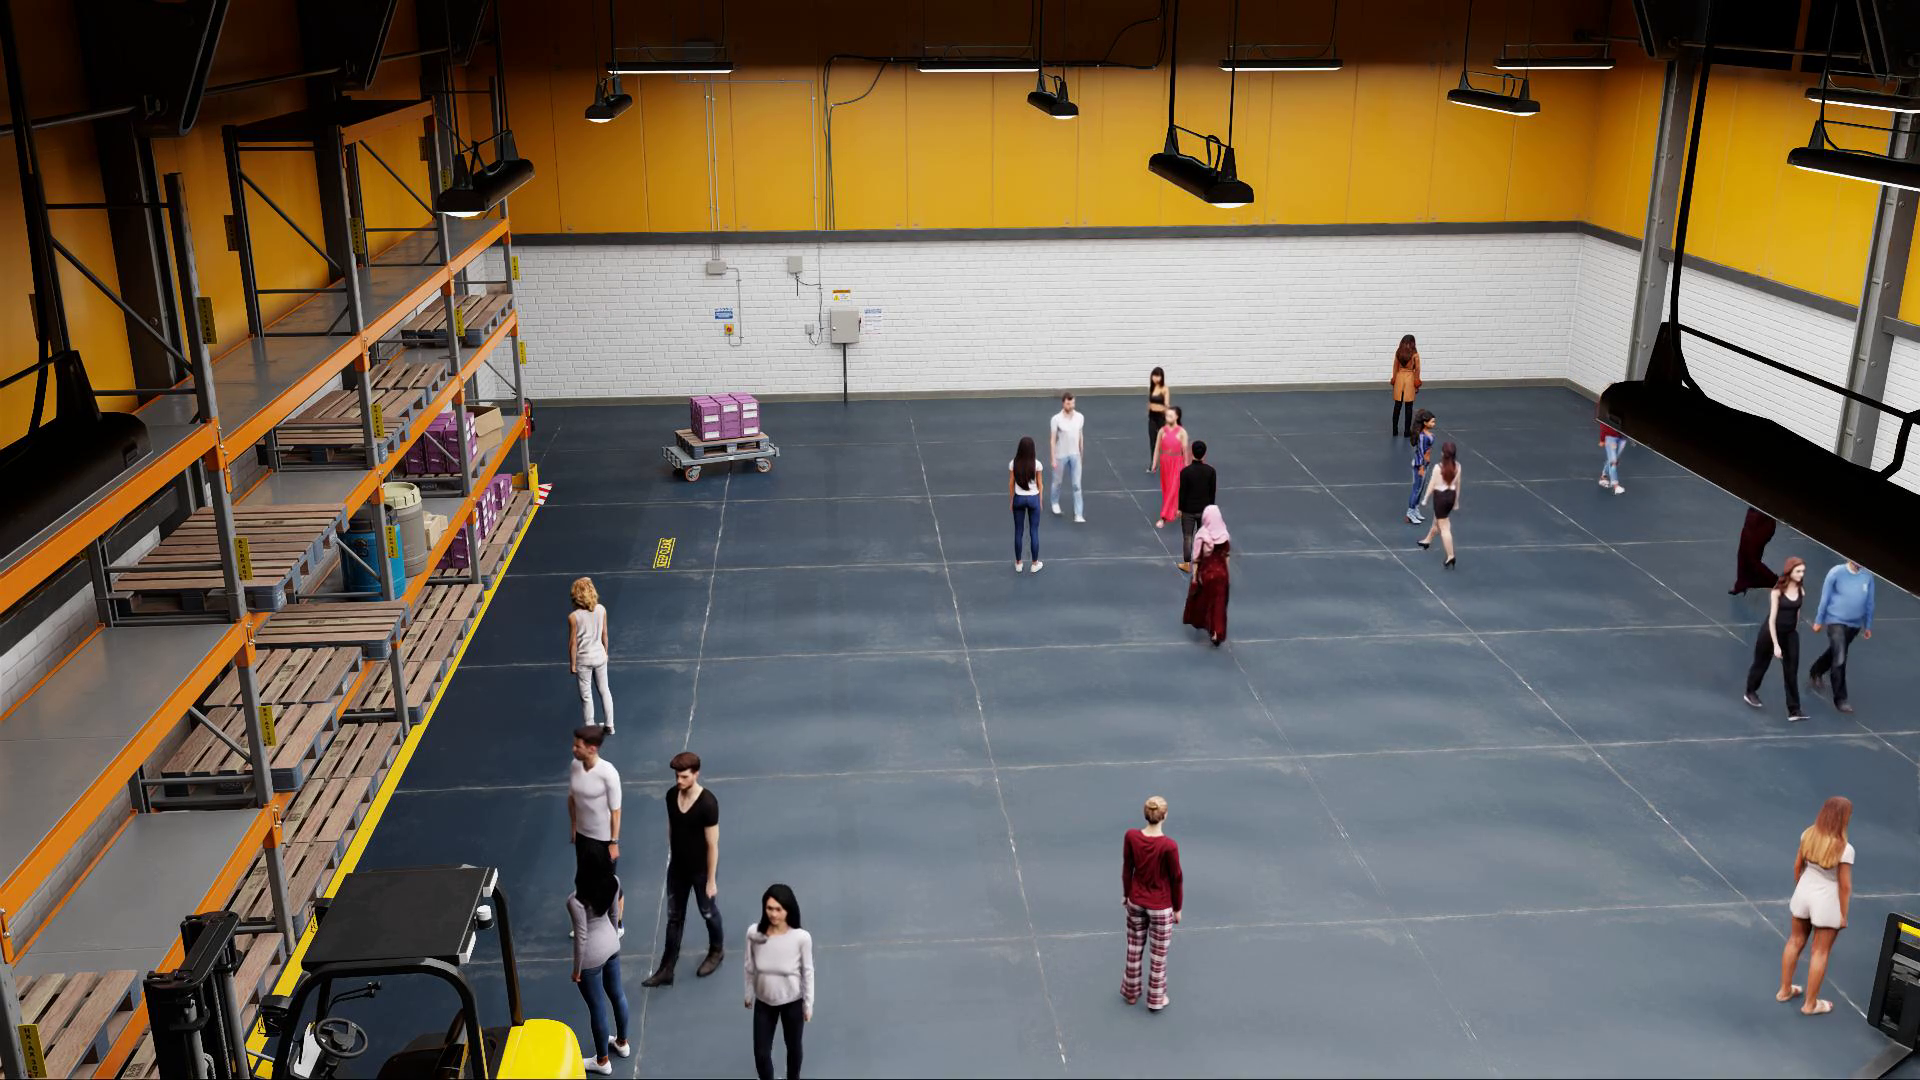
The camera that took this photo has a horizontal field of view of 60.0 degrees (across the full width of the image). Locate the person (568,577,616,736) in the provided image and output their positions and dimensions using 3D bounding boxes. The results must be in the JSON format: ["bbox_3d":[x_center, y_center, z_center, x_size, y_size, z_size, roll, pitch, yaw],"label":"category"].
[{"bbox_3d":[-3.673,1.173,16.540,0.729,1.668,0.681,18,25,42],"label":"person"}]

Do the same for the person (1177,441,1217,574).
[{"bbox_3d":[3.017,-0.433,21.225,0.666,1.723,0.563,-4,19,-10],"label":"person"}]

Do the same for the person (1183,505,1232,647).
[{"bbox_3d":[2.867,0.432,18.867,0.688,1.589,1.090,-3,19,-9],"label":"person"}]

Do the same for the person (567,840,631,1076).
[{"bbox_3d":[-2.479,2.853,11.446,0.749,1.736,0.648,10,21,27],"label":"person"}]

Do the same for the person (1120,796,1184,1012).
[{"bbox_3d":[1.390,2.635,12.149,0.691,1.701,0.708,10,21,28],"label":"person"}]

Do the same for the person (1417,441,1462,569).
[{"bbox_3d":[6.264,-0.424,21.381,0.800,1.605,1.134,-8,20,-23],"label":"person"}]

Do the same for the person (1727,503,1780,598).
[{"bbox_3d":[9.742,-0.071,20.121,1.019,1.740,0.992,12,22,31],"label":"person"}]

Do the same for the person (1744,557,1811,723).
[{"bbox_3d":[8.337,0.973,17.094,0.613,1.695,1.116,-3,19,-8],"label":"person"}]

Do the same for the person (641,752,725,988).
[{"bbox_3d":[-1.944,2.423,12.512,1.041,1.872,1.153,11,22,30],"label":"person"}]

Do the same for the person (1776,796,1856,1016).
[{"bbox_3d":[6.255,2.644,12.132,0.705,1.695,0.596,-10,21,-26],"label":"person"}]

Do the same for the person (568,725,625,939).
[{"bbox_3d":[-2.834,2.277,12.979,0.745,1.850,0.784,13,22,33],"label":"person"}]

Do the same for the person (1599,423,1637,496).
[{"bbox_3d":[9.654,-1.485,24.565,0.693,1.585,1.066,-4,19,-12],"label":"person"}]

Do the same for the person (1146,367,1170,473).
[{"bbox_3d":[3.097,-1.869,25.628,0.882,1.634,0.953,14,23,36],"label":"person"}]

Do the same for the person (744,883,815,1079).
[{"bbox_3d":[-1.173,3.006,11.060,0.689,1.692,0.698,2,19,5],"label":"person"}]

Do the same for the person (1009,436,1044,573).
[{"bbox_3d":[0.848,-0.459,21.220,0.649,1.775,0.626,5,19,14],"label":"person"}]

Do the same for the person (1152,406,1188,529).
[{"bbox_3d":[2.948,-1.009,23.018,1.028,1.669,1.221,10,21,27],"label":"person"}]

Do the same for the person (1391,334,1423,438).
[{"bbox_3d":[7.383,-2.565,27.559,0.772,1.720,0.812,13,22,33],"label":"person"}]

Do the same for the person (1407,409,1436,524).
[{"bbox_3d":[6.421,-1.035,23.172,0.757,1.622,0.648,8,20,23],"label":"person"}]

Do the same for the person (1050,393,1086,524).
[{"bbox_3d":[1.455,-1.165,23.276,0.828,1.801,1.243,-5,19,-14],"label":"person"}]

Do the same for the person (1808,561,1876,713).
[{"bbox_3d":[9.200,0.833,17.395,0.669,1.768,1.180,0,19,-1],"label":"person"}]
